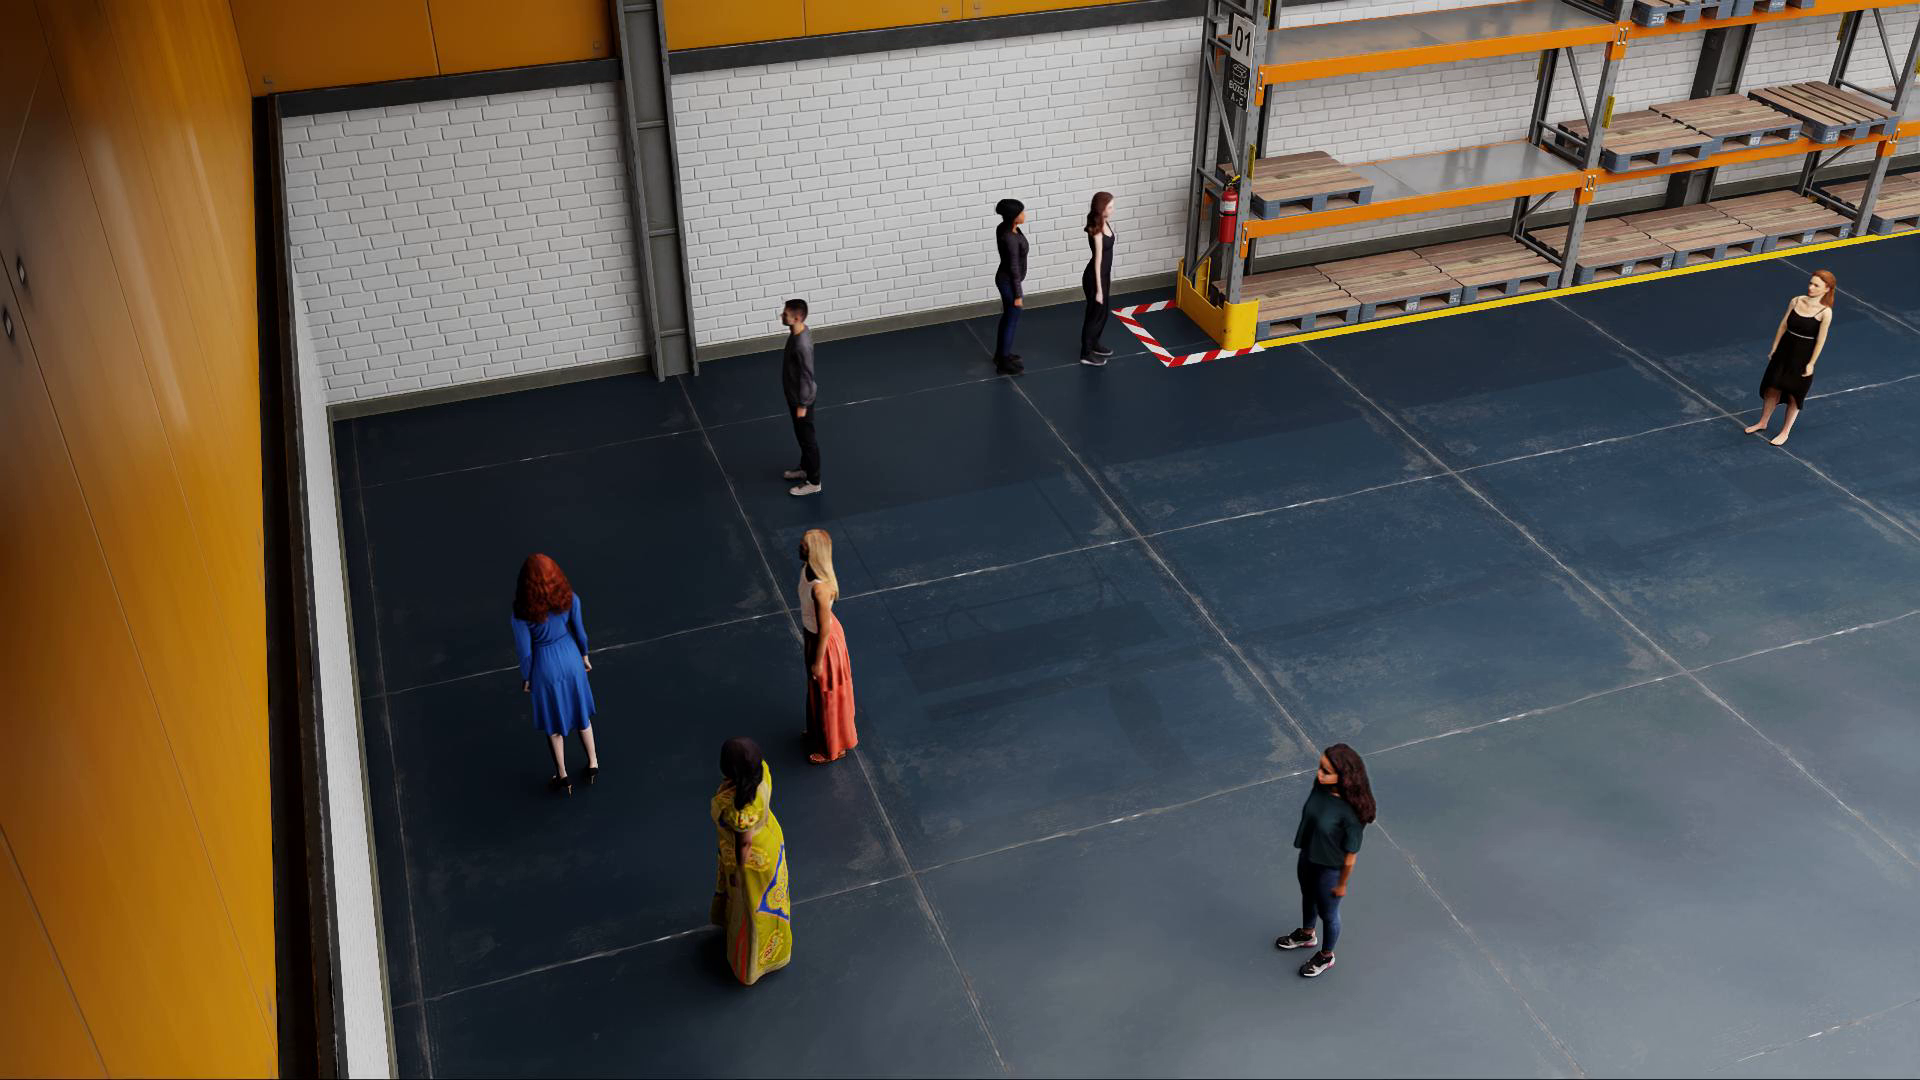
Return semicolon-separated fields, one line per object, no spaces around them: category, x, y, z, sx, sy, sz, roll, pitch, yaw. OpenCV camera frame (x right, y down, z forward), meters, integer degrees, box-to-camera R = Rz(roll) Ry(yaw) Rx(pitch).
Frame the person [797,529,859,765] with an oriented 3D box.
person;-0.902;0.689;10.987;0.606;1.803;0.646;-7;34;-11

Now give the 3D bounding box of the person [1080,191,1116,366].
person;1.295;-2.499;15.839;0.703;1.742;0.677;8;34;12

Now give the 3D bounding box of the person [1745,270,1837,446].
person;7.355;-1.619;14.621;0.632;1.625;0.622;-20;39;-27

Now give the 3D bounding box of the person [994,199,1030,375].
person;0.458;-2.389;15.674;0.615;1.741;0.671;-4;34;-6

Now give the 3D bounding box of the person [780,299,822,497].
person;-1.322;-1.208;13.880;0.586;1.760;0.648;-6;34;-9

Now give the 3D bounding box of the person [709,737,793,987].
person;-1.197;1.768;9.493;0.941;1.661;0.968;1;34;2

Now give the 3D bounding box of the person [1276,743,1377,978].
person;2.087;1.811;9.468;0.589;1.616;0.598;-13;36;-19

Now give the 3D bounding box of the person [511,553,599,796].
person;-2.597;0.872;10.690;0.569;1.827;0.721;-19;38;-26
